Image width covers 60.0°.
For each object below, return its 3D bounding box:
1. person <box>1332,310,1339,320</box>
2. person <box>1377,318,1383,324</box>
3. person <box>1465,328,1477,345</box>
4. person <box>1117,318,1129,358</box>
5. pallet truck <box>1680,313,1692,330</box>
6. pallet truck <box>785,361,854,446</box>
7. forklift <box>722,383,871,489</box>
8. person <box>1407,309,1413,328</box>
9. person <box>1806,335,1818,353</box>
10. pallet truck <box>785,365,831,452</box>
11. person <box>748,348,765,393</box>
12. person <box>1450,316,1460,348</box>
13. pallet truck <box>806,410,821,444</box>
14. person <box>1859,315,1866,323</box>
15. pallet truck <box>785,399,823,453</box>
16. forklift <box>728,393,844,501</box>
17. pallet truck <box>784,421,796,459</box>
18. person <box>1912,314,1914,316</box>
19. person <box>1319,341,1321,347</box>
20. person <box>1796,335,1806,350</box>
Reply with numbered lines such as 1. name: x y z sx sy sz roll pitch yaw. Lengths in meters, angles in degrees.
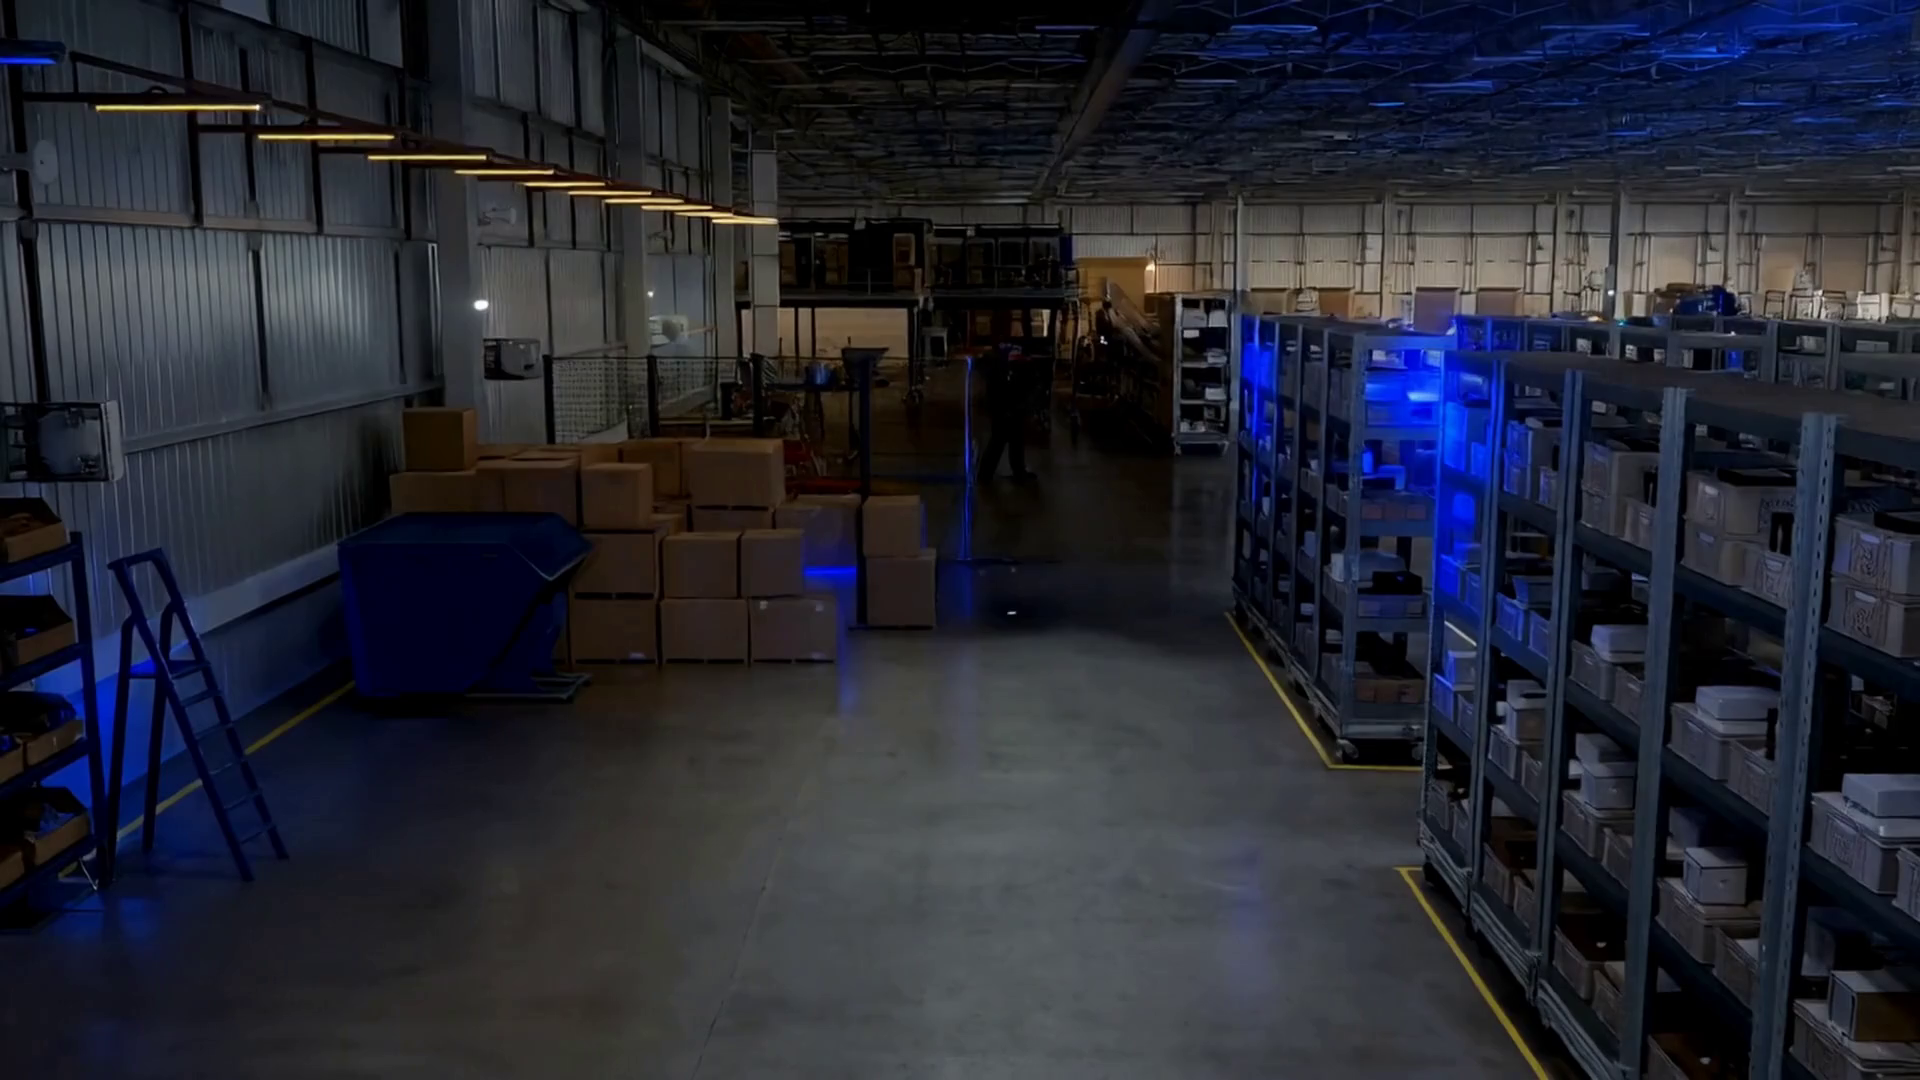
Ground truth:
1. person: 21.295 -12.145 94.515 1.003 1.898 0.620 5 11 29
2. person: 19.525 -9.451 77.882 0.959 1.908 0.640 0 9 -1
3. person: 20.393 -7.566 66.508 0.403 1.851 0.604 -7 12 -37
4. person: 7.646 -9.469 78.047 0.575 1.883 0.362 4 10 21
5. pallet truck: 36.315 -10.531 84.244 0.823 1.965 1.885 -6 11 -33
6. pallet truck: -3.410 -3.193 38.978 1.885 1.965 0.823 0 9 -1
7. forklift: -2.893 -1.687 28.729 2.680 1.987 1.157 0 9 -1
8. person: 25.594 -12.175 94.639 0.398 1.919 0.587 5 11 30
9. person: 35.671 -8.085 69.599 1.054 1.870 0.603 0 9 1
10. pallet truck: -3.774 -2.976 37.635 1.885 1.965 0.823 1 9 5
11. person: -5.437 -4.063 44.196 0.378 2.045 0.605 5 10 28
12. person: 25.050 -10.425 84.144 0.632 1.827 0.470 -8 12 -39
13. pallet truck: -3.559 -2.018 33.905 1.522 1.261 0.704 0 9 -1
14. person: 44.665 -10.170 82.312 0.653 1.906 0.588 3 10 20
15. pallet truck: -3.814 -2.432 36.419 1.630 1.274 0.653 0 9 1
16. forklift: -2.979 -1.316 26.476 2.680 1.987 1.157 0 9 1
17. pallet truck: -4.013 -1.793 32.705 1.601 1.201 0.680 0 9 1
18. person: 53.182 -11.808 93.103 0.677 1.670 0.528 -4 10 -24
19. person: 14.310 -7.390 65.099 0.541 1.930 0.386 0 9 -2
20. person: 30.741 -6.687 60.923 0.328 1.873 0.513 -2 9 -11
